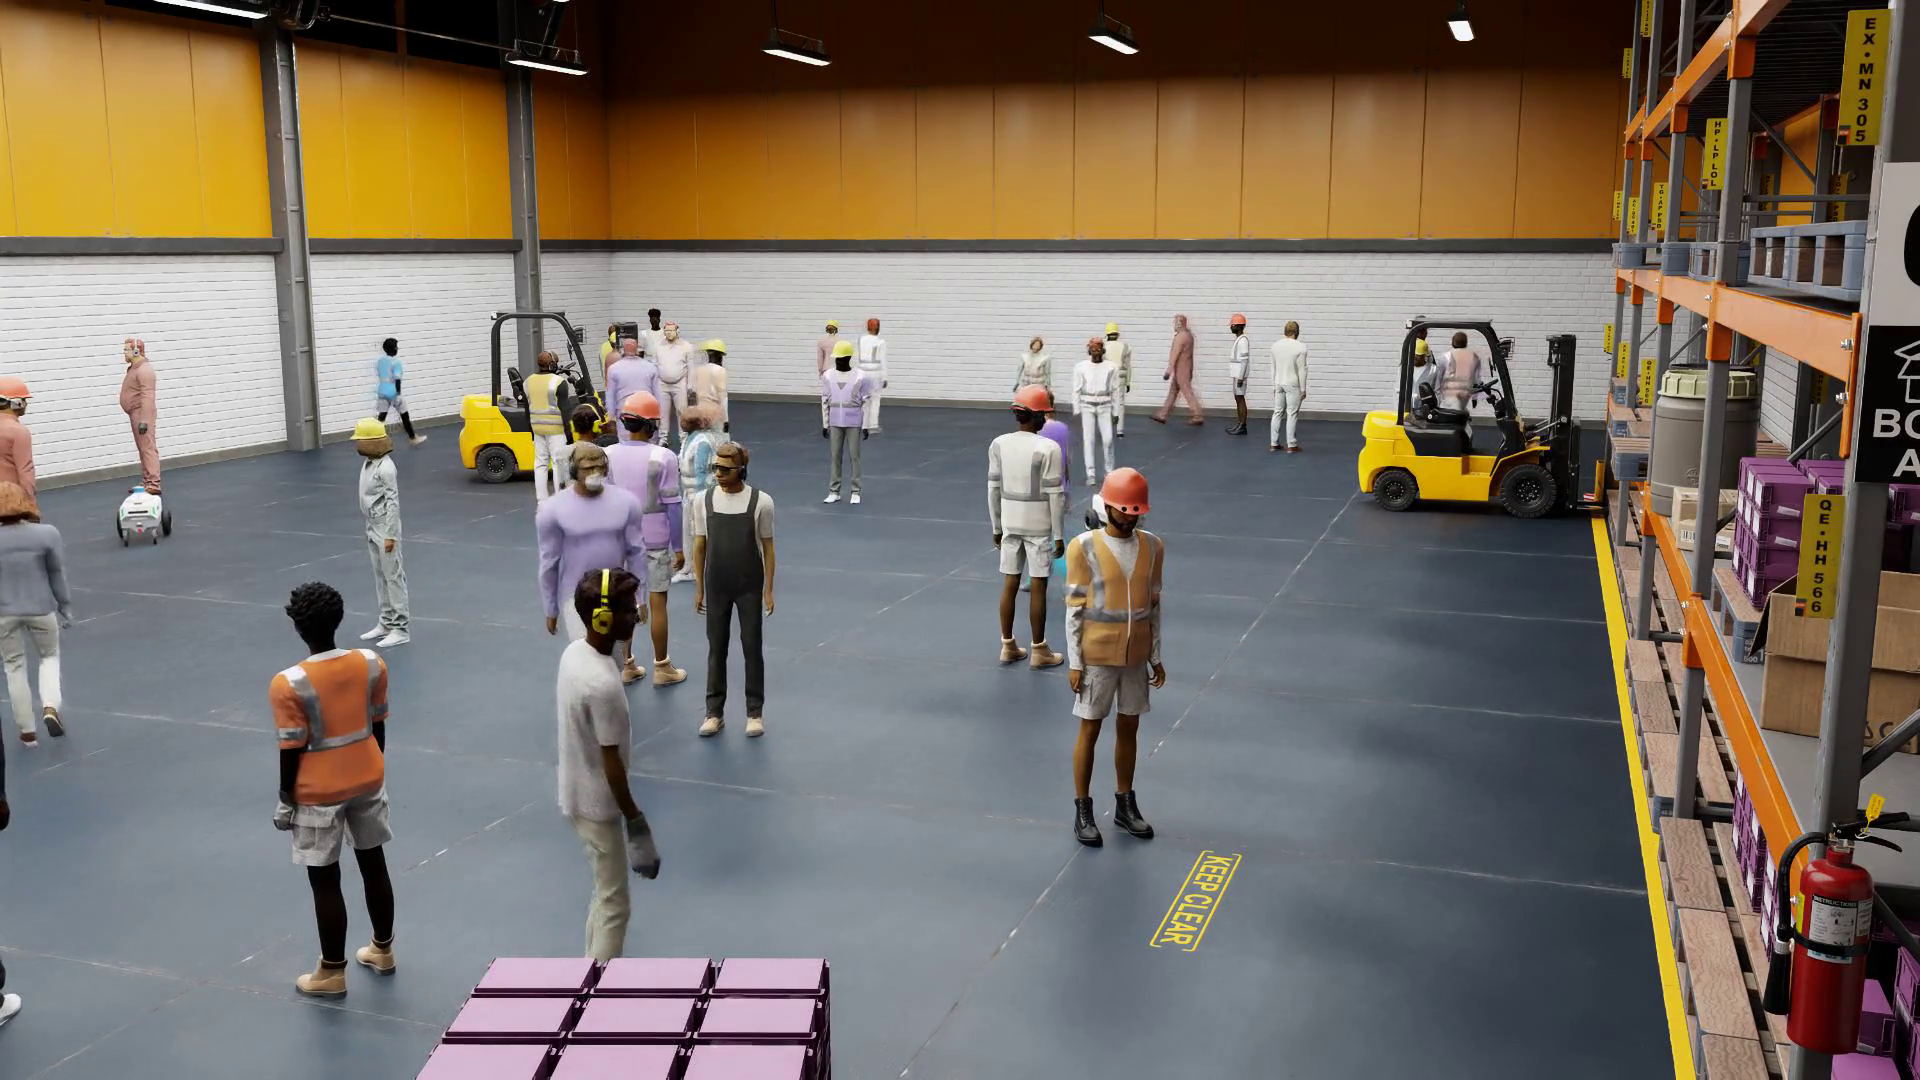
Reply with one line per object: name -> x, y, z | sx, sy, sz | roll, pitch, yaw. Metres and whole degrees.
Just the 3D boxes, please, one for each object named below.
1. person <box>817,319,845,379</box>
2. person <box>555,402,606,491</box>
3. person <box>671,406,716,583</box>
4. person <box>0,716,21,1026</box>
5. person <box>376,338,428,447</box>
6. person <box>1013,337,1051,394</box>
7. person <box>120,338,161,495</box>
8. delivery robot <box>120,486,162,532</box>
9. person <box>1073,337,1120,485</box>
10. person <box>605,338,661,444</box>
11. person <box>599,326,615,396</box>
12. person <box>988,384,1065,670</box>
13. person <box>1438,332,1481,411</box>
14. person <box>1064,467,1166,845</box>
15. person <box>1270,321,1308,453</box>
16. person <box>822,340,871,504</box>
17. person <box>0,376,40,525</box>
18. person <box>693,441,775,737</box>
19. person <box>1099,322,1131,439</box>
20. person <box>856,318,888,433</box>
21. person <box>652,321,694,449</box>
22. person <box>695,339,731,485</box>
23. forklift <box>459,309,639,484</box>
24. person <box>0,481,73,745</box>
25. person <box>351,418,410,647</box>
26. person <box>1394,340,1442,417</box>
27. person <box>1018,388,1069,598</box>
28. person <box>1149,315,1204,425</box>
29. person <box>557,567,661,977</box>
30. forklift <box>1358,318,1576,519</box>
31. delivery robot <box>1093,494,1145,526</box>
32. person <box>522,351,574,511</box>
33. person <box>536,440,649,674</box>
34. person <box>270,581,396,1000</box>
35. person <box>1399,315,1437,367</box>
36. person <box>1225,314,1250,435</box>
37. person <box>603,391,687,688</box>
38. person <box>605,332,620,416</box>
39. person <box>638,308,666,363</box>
person -> -2.170, -2.879, 28.415 | 0.523, 1.765, 0.322 | 2, 10, 9
person -> -2.781, -0.097, 12.488 | 0.505, 1.864, 0.319 | 3, 11, 17
person -> -2.281, -0.416, 14.980 | 0.734, 1.609, 0.508 | -7, 12, -33
person -> -3.928, 0.977, 6.280 | 0.587, 1.914, 0.390 | -4, 11, -20
person -> -8.389, -2.168, 24.713 | 0.553, 1.646, 0.884 | 6, 12, 31
person -> 1.176, -2.417, 26.323 | 0.530, 1.587, 0.896 | 5, 11, 28
person -> -9.944, -1.486, 20.164 | 0.410, 1.909, 0.642 | -7, 12, -34
delivery robot -> -8.405, -0.307, 17.069 | 0.477, 0.478, 0.707 | -4, 11, -21
person -> 1.730, -1.630, 21.064 | 0.585, 1.875, 0.432 | 1, 10, 7
person -> -4.061, -1.550, 20.613 | 0.675, 1.883, 0.425 | -5, 11, -28
person -> -5.145, -2.321, 25.055 | 0.627, 1.844, 0.429 | 8, 13, 40
person -> 0.502, -0.096, 11.954 | 0.615, 2.041, 0.386 | 7, 12, 36
person -> 7.160, -2.094, 23.968 | 0.617, 1.790, 1.005 | -2, 10, -13
person -> 0.801, 0.584, 8.444 | 0.543, 1.929, 0.372 | -4, 11, -21
person -> 4.817, -2.243, 24.381 | 0.373, 1.930, 0.624 | -9, 13, -41
person -> -1.344, -1.376, 19.499 | 0.588, 1.923, 0.383 | 3, 10, 15
person -> -7.644, -0.328, 13.462 | 0.629, 1.981, 0.437 | 8, 13, 37
person -> -1.390, 0.304, 10.268 | 0.506, 1.843, 0.350 | 1, 10, 4
person -> 2.371, -2.475, 25.967 | 0.597, 1.831, 0.403 | 0, 10, -1
person -> -1.437, -2.640, 26.766 | 0.602, 1.867, 0.475 | 7, 12, 33
person -> -4.268, -2.287, 24.674 | 0.637, 1.911, 0.406 | 0, 10, 1
person -> -3.020, -1.507, 20.345 | 0.540, 1.891, 0.632 | -10, 14, -44
forklift -> -5.354, -1.902, 21.697 | 2.313, 2.155, 1.214 | -2, 10, -13
person -> -5.656, 0.450, 10.045 | 0.527, 1.618, 0.395 | -6, 12, -31
person -> -4.405, -0.062, 12.615 | 0.313, 1.741, 0.487 | -8, 13, -37
person -> 5.878, -1.668, 21.427 | 0.587, 1.822, 0.403 | 5, 11, 26
person -> 0.752, -0.392, 14.243 | 0.717, 1.824, 0.579 | 9, 13, 40
person -> 3.689, -2.859, 28.042 | 1.003, 1.854, 0.658 | 4, 11, 21
person -> -1.323, 1.008, 6.258 | 0.357, 1.863, 0.596 | -4, 11, -21
forklift -> 5.787, -1.437, 19.079 | 2.313, 2.155, 1.214 | 3, 11, 19
delivery robot -> 1.641, -0.330, 17.199 | 0.477, 0.478, 0.707 | -3, 11, -17
person -> -4.633, -1.223, 18.868 | 0.627, 1.844, 0.429 | 5, 11, 25
person -> -2.195, 0.339, 9.898 | 0.643, 1.912, 0.834 | -6, 12, -30
person -> -2.533, 1.006, 6.732 | 0.321, 1.694, 0.529 | 6, 12, 32
person -> 6.545, -2.175, 23.669 | 0.539, 2.000, 0.689 | -1, 10, -8
person -> 4.442, -2.649, 26.628 | 0.372, 1.935, 0.551 | 0, 10, 2
person -> -2.166, -0.002, 11.421 | 0.615, 2.042, 0.374 | 3, 11, 17
person -> -5.041, -2.195, 24.555 | 0.320, 1.767, 0.534 | -8, 13, -39
person -> -5.142, -2.943, 28.200 | 0.611, 1.964, 0.364 | -1, 10, -6
